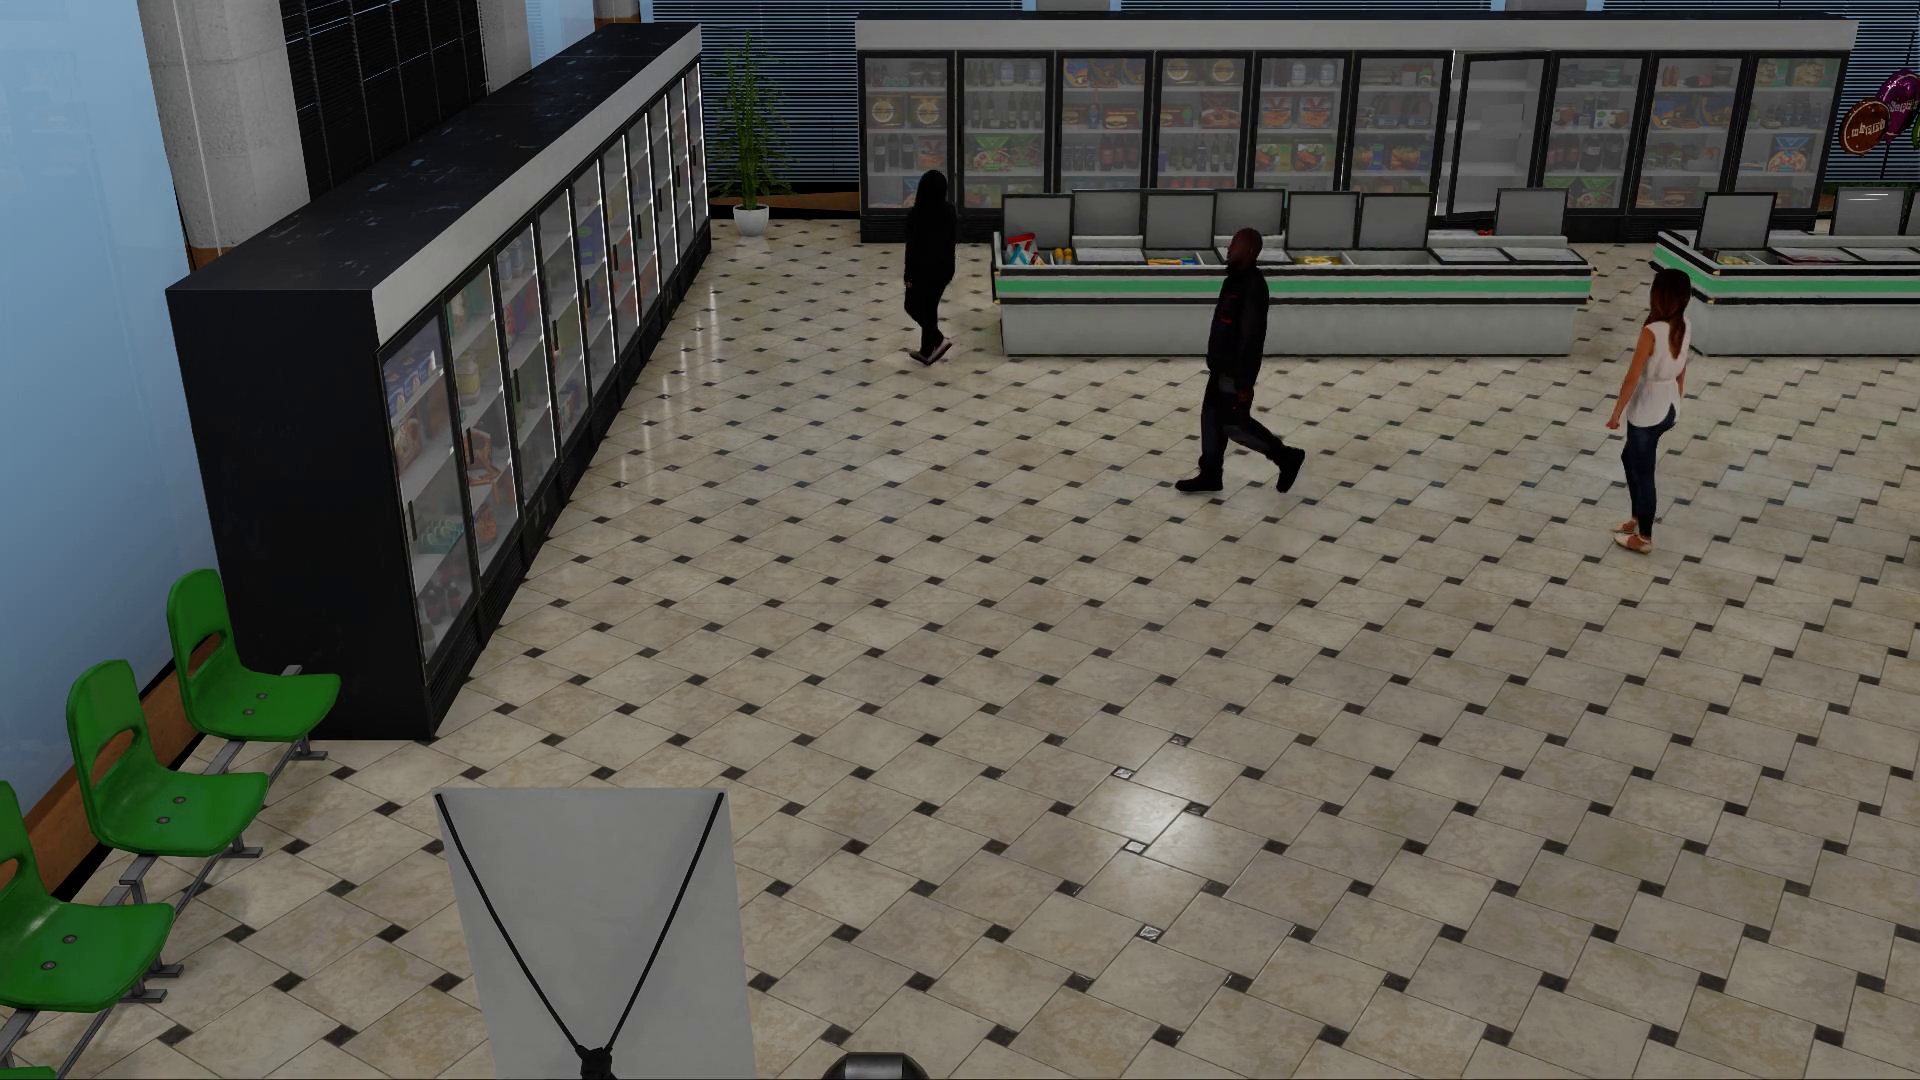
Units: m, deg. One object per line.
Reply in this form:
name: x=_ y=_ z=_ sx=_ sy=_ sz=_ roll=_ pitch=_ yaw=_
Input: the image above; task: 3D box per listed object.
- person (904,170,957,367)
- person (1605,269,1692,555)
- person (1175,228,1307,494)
person: x=-0.186 y=-2.171 z=13.536 sx=0.944 sy=1.595 sz=0.885 roll=21 pitch=31 yaw=40
person: x=4.254 y=-0.733 z=10.027 sx=0.708 sy=1.774 sz=0.793 roll=-16 pitch=28 yaw=-32
person: x=1.908 y=-1.138 z=10.921 sx=1.080 sy=1.799 sz=0.729 roll=-1 pitch=24 yaw=-3
